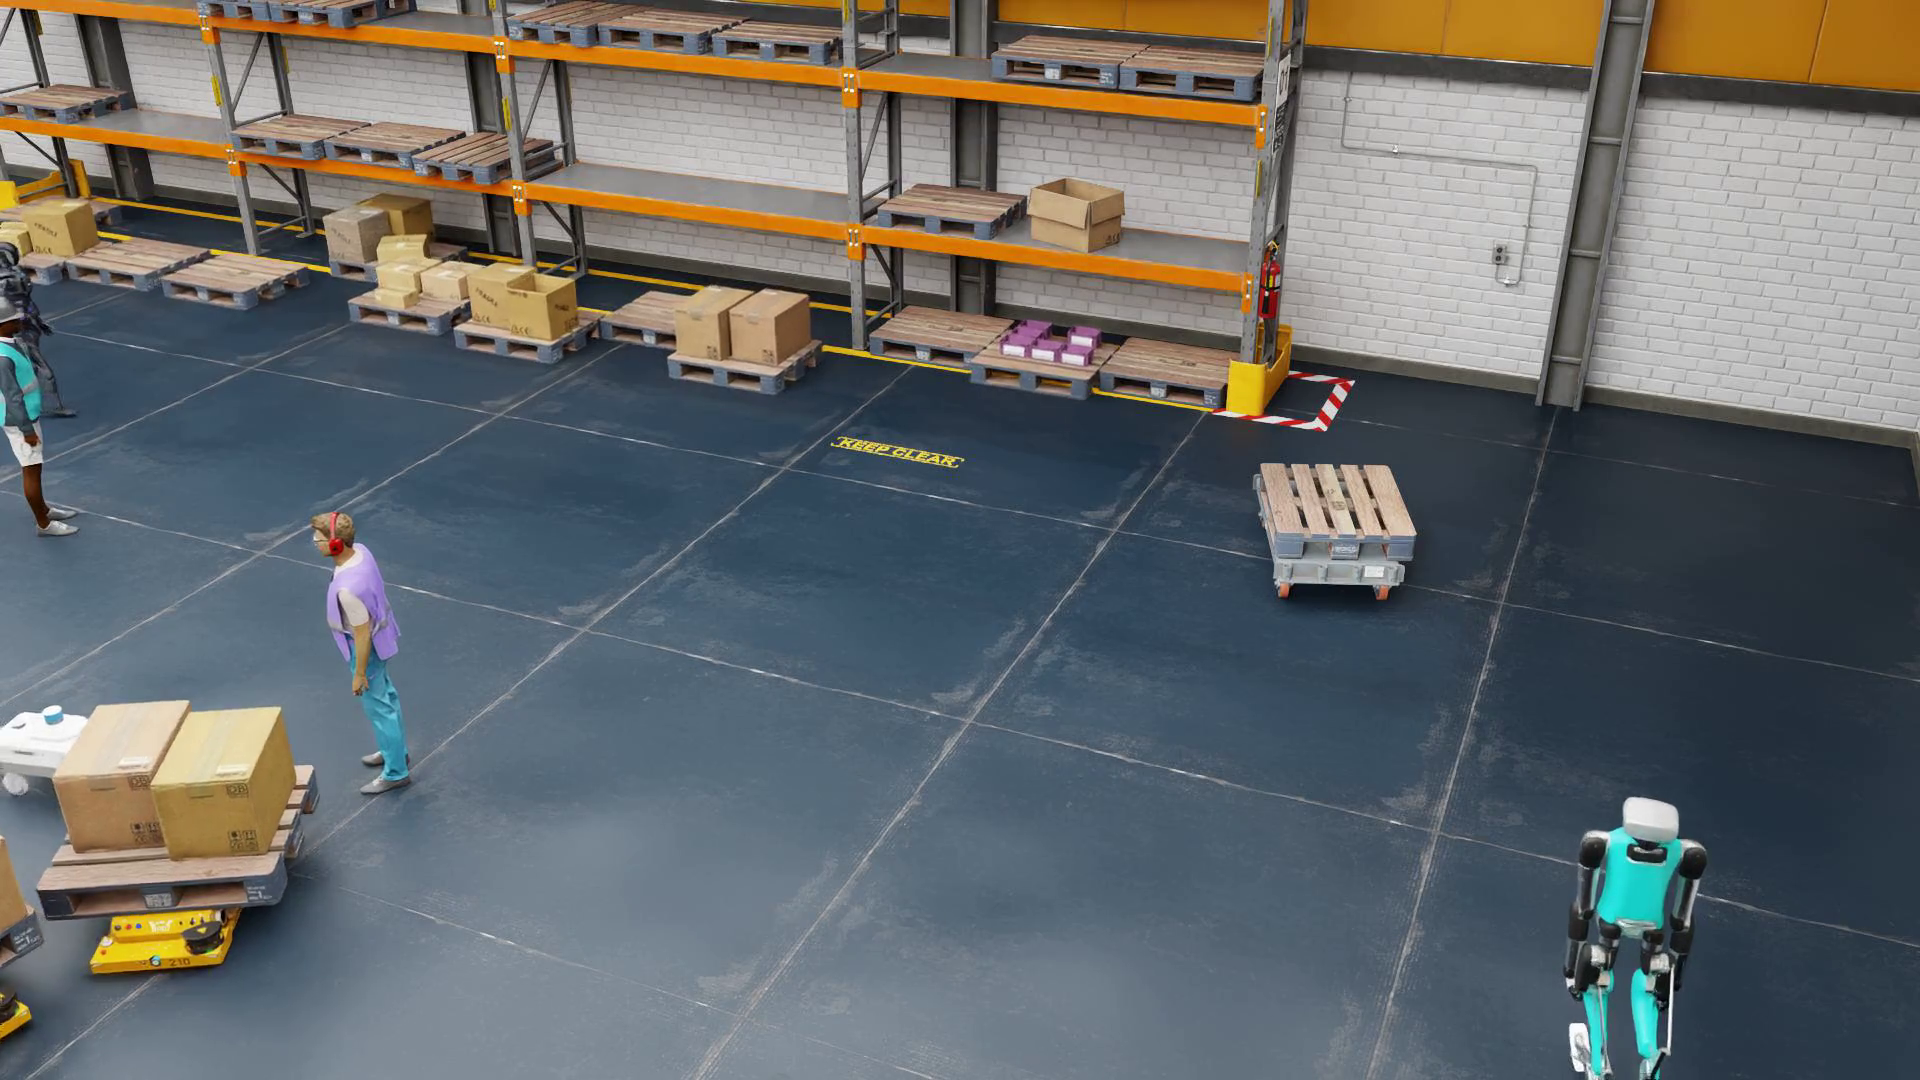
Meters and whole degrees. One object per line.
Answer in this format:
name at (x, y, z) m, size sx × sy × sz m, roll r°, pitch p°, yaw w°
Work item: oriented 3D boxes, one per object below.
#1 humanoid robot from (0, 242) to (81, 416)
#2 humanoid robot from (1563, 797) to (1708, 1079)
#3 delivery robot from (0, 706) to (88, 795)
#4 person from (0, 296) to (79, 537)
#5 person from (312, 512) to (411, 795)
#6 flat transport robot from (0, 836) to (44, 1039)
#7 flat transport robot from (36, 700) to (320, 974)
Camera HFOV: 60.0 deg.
humanoid robot at (-8.444, -1.921, 15.129) m, size 0.559 × 1.644 × 0.601 m, roll -5°, pitch 28°, yaw -9°
humanoid robot at (2.973, 2.013, 7.421) m, size 0.540 × 1.724 × 1.020 m, roll 6°, pitch 28°, yaw 11°
delivery robot at (-5.444, 1.287, 10.121) m, size 0.795 × 0.592 × 0.499 m, roll 5°, pitch 28°, yaw 9°
person at (-7.322, -0.957, 12.965) m, size 0.426 × 1.941 × 0.553 m, roll -12°, pitch 30°, yaw -22°
person at (-3.534, 0.666, 9.919) m, size 0.391 × 1.845 × 0.562 m, roll -6°, pitch 28°, yaw -12°
flat transport robot at (-5.466, 2.307, 8.459) m, size 1.431 × 0.231 × 0.659 m, roll 16°, pitch 31°, yaw 28°
flat transport robot at (-4.296, 1.862, 9.322) m, size 0.659 × 0.231 × 1.431 m, roll -3°, pitch 27°, yaw -6°
